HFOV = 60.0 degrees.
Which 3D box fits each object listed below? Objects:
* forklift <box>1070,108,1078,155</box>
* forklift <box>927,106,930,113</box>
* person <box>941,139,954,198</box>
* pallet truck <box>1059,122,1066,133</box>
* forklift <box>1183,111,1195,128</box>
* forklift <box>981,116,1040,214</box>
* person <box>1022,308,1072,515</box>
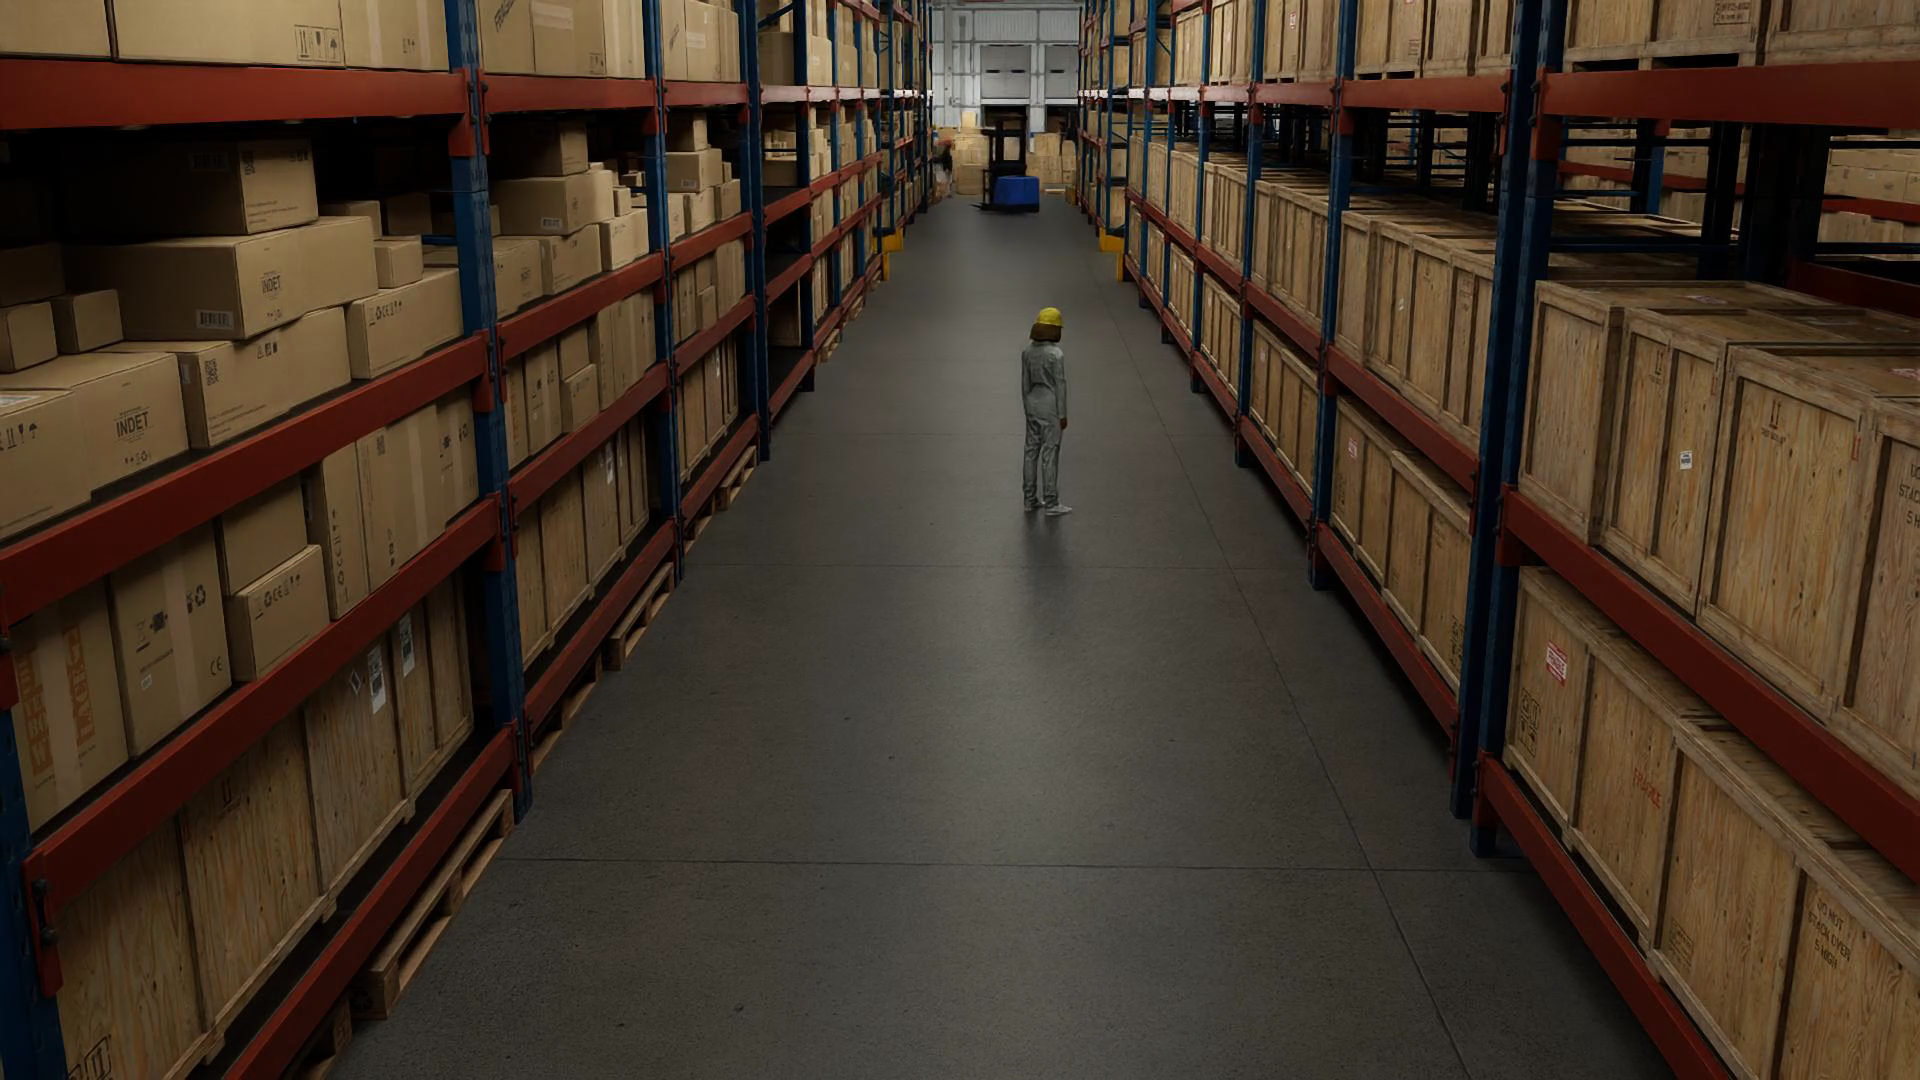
[{"bbox_3d":[5.548,-18.497,76.614,1.129,2.768,1.873,-7,17,-24],"label":"forklift"},{"bbox_3d":[-1.998,-20.666,84.684,1.129,2.768,1.873,0,15,2],"label":"forklift"},{"bbox_3d":[-0.374,-12.548,56.185,0.437,1.976,0.650,-2,15,-7],"label":"person"},{"bbox_3d":[5.788,-21.111,88.014,1.885,1.965,0.823,5,16,18],"label":"pallet truck"},{"bbox_3d":[8.161,-14.312,61.043,1.129,2.768,1.873,0,15,1],"label":"forklift"},{"bbox_3d":[1.504,-11.032,48.839,1.129,2.768,1.873,-6,16,-23],"label":"forklift"},{"bbox_3d":[0.731,-1.081,13.985,0.309,1.736,0.484,-13,20,-40],"label":"person"}]
